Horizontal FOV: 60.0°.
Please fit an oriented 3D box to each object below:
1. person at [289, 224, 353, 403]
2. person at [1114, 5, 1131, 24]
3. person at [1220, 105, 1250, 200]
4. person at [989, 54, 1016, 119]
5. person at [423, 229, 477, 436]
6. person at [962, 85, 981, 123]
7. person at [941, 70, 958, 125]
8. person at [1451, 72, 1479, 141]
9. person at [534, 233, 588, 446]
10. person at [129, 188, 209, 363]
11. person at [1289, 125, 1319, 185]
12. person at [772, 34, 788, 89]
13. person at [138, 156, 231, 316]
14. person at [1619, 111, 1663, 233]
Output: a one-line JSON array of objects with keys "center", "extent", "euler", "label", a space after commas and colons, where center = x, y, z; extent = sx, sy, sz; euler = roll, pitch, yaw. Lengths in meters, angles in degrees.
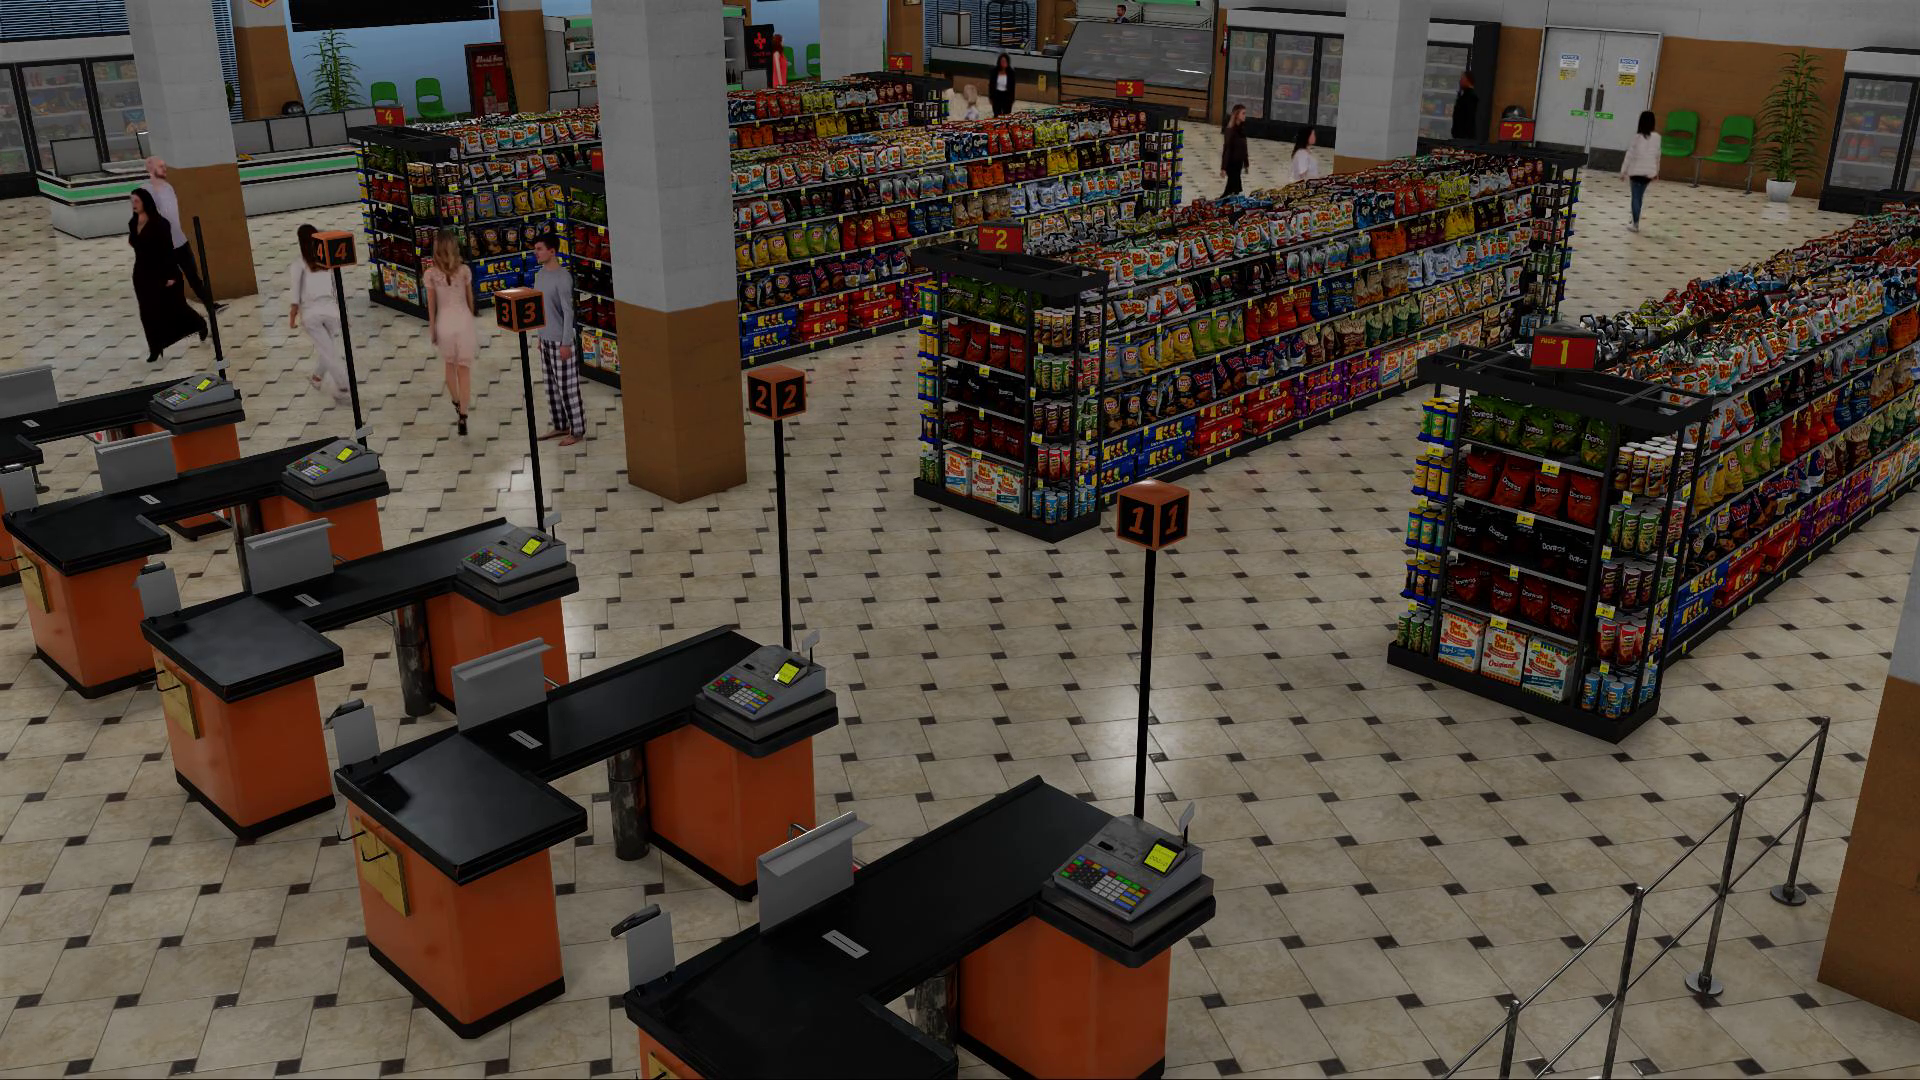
[{"center": [-5.938, -2.078, 15.550], "extent": [0.776, 1.647, 1.014], "euler": [16, 27, 34], "label": "person"}, {"center": [3.717, -11.425, 38.515], "extent": [0.614, 1.868, 0.569], "euler": [20, 29, 41], "label": "person"}, {"center": [3.801, -5.255, 23.431], "extent": [0.759, 1.665, 0.978], "euler": [17, 28, 36], "label": "person"}, {"center": [0.759, -8.177, 30.816], "extent": [1.045, 1.581, 1.092], "euler": [-1, 22, -1], "label": "person"}, {"center": [-4.420, -1.769, 14.605], "extent": [1.130, 1.777, 1.055], "euler": [-5, 22, -12], "label": "person"}, {"center": [0.283, -5.993, 25.218], "extent": [1.114, 1.704, 0.983], "euler": [-2, 22, -6], "label": "person"}, {"center": [-0.129, -6.939, 27.625], "extent": [1.031, 1.663, 0.933], "euler": [-2, 22, -6], "label": "person"}, {"center": [7.756, -6.154, 25.370], "extent": [1.113, 1.889, 1.080], "euler": [2, 22, 4], "label": "person"}, {"center": [-3.506, -1.761, 14.491], "extent": [0.513, 1.848, 0.614], "euler": [-20, 29, -41], "label": "person"}, {"center": [-8.136, -2.721, 17.032], "extent": [0.972, 1.734, 1.132], "euler": [6, 23, 15], "label": "person"}, {"center": [4.378, -4.569, 21.726], "extent": [0.951, 1.665, 0.914], "euler": [5, 23, 13], "label": "person"}, {"center": [-3.488, -8.801, 32.040], "extent": [0.702, 1.827, 0.657], "euler": [-2, 22, -4], "label": "person"}, {"center": [-8.867, -3.299, 18.398], "extent": [1.114, 1.788, 1.223], "euler": [7, 23, 16], "label": "person"}, {"center": [9.504, -5.098, 23.102], "extent": [0.840, 1.621, 0.896], "euler": [-2, 22, -5], "label": "person"}]
